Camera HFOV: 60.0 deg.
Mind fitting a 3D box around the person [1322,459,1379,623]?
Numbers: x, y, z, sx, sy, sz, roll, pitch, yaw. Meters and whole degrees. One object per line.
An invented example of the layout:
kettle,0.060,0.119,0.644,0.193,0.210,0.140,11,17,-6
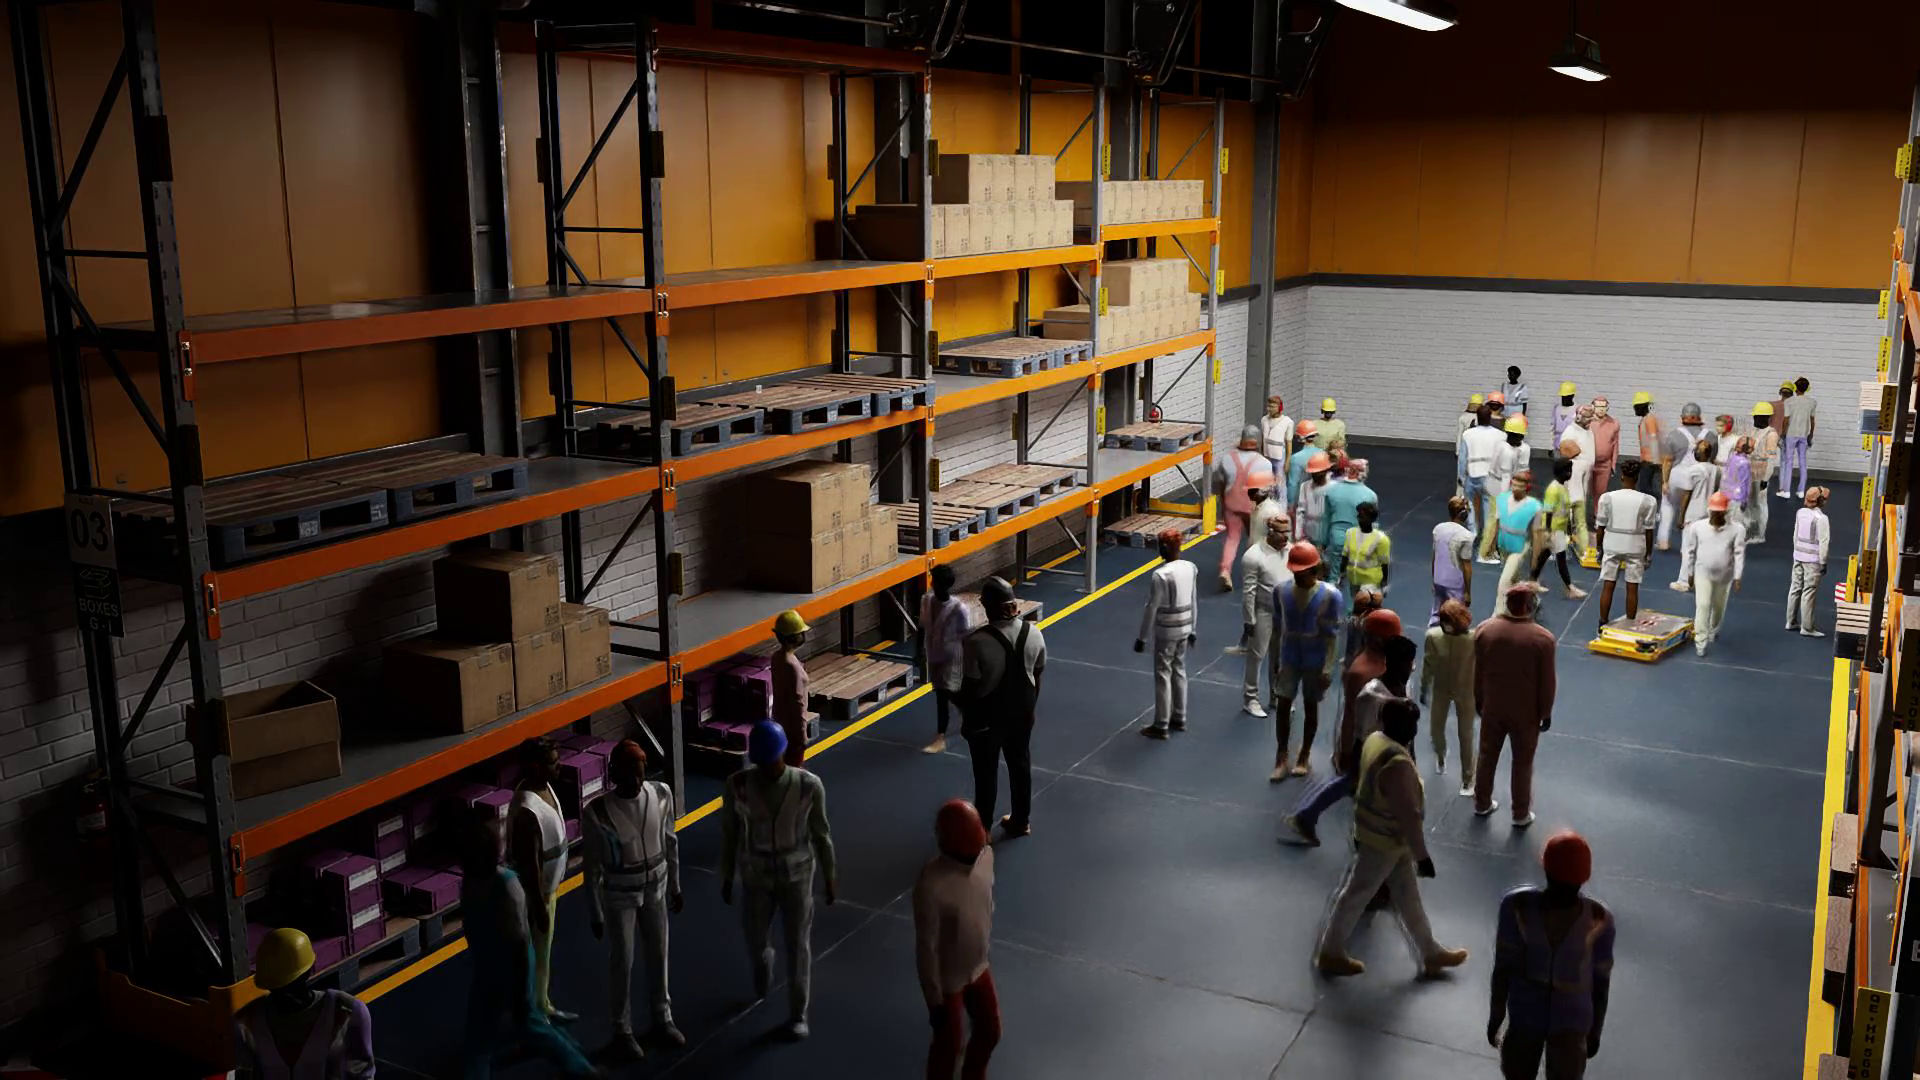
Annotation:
person,4.296,0.040,18.271,0.703,1.893,0.401,12,17,42

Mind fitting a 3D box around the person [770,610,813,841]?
person,-1.260,1.389,12.504,0.312,1.771,0.527,-6,14,-23

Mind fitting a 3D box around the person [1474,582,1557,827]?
person,4.272,1.255,12.827,0.638,1.899,0.397,10,16,38

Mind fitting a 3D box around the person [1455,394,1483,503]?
person,7.586,-1.301,24.634,0.494,1.730,0.324,2,13,7

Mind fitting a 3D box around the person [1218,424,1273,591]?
person,3.407,-0.411,19.951,0.675,2.000,0.916,6,14,24

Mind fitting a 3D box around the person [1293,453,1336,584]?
person,4.039,-0.057,18.733,1.034,1.870,0.547,-12,17,-42

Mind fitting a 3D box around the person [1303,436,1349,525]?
person,4.341,-0.280,19.667,0.446,1.902,0.667,-9,16,-35

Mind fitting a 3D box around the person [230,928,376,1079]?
person,-2.765,2.532,7.062,0.586,1.921,0.384,0,13,-2

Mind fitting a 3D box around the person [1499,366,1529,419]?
person,9.444,-2.141,28.468,0.536,1.696,0.322,12,17,42

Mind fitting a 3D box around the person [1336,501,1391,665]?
person,4.191,0.407,17.178,0.869,1.659,0.531,-10,16,-37

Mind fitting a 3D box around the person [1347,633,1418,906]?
person,2.932,1.557,11.370,0.578,1.931,0.758,10,16,39

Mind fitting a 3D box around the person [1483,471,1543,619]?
person,6.101,0.107,18.171,0.902,1.804,0.583,-7,14,-27

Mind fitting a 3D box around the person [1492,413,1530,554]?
person,7.079,-0.673,21.387,0.386,1.929,0.543,-10,16,-37

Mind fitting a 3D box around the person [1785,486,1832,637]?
person,9.200,0.225,18.007,0.308,1.640,0.510,-2,13,-8

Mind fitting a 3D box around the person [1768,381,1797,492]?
person,12.787,-1.597,25.912,0.532,1.755,0.342,6,14,26

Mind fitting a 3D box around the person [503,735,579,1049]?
person,-2.427,2.007,9.560,0.396,1.847,0.564,-2,13,-7

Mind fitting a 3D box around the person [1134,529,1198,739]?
person,1.862,0.824,14.782,0.361,1.880,0.613,11,17,41

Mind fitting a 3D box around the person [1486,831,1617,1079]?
person,2.882,2.288,8.143,0.563,1.920,0.682,5,13,20

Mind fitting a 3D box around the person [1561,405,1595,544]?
person,8.322,-0.881,22.394,0.402,1.896,0.652,12,17,44

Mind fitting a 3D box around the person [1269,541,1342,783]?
person,2.781,1.014,13.605,0.606,2.020,0.733,6,14,25

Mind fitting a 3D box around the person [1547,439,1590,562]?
person,7.793,-0.480,21.232,0.587,1.607,0.545,-6,14,-24

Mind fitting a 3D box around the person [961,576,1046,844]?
person,0.277,1.254,12.495,0.681,2.000,0.535,-7,14,-29

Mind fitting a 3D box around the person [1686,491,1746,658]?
person,7.905,0.317,17.426,0.555,1.722,0.857,5,14,23

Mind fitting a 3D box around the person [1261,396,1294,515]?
person,4.506,-1.144,23.702,0.388,1.837,0.561,-10,16,-37

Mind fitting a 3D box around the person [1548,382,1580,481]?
person,8.967,-1.389,24.621,0.414,1.915,0.587,-10,16,-36

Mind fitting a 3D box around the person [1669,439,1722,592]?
person,8.814,-0.288,19.872,0.508,1.842,0.355,-4,13,-19

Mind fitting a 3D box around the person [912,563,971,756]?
person,-0.083,0.988,14.532,0.535,1.670,0.753,12,17,43

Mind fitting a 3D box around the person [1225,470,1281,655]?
person,3.280,0.235,17.294,0.960,1.947,0.664,-2,13,-11

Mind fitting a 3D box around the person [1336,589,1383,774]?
person,3.295,1.201,13.655,0.312,1.631,0.515,-1,13,-4

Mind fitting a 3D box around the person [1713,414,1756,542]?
person,10.265,-0.786,22.138,0.706,1.816,0.584,1,13,6

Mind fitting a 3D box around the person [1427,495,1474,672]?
person,4.873,0.464,16.507,0.350,1.837,0.502,-7,14,-29

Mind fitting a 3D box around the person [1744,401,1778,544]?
person,10.762,-0.909,22.435,0.367,1.927,0.587,0,13,-1

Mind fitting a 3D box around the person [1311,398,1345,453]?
person,5.281,-1.177,24.016,0.525,1.762,0.340,2,13,8

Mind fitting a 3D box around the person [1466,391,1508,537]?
person,7.233,-1.022,22.713,0.613,2.033,0.410,4,13,16

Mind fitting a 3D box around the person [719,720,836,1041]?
person,-1.057,1.932,9.743,0.692,1.923,0.592,-1,13,-5

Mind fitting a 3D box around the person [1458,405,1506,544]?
person,6.986,-0.866,22.298,0.610,1.898,0.526,1,13,3

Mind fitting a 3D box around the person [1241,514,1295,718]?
person,2.890,0.689,15.352,0.646,1.900,0.400,-7,14,-28

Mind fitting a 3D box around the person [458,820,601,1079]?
person,-2.345,2.236,8.696,0.553,1.795,0.902,10,16,37

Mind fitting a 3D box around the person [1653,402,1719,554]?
person,9.513,-0.823,21.795,0.695,2.000,0.725,2,13,8

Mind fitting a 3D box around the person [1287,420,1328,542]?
person,4.228,-0.476,20.377,0.617,1.987,0.412,-8,15,-33

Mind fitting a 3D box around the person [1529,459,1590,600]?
person,7.088,-0.138,19.577,0.776,1.651,0.542,8,15,31

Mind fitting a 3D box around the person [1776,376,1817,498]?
person,12.834,-1.573,25.537,0.513,1.872,0.331,1,13,3

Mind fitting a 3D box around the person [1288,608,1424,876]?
person,2.891,1.404,12.050,1.022,1.946,0.616,7,14,29

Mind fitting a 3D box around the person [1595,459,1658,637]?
person,7.127,0.102,17.852,0.598,1.958,0.373,8,15,30

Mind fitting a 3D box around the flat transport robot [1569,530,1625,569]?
flat transport robot,8.339,0.114,21.597,0.652,0.197,1.431,3,13,13

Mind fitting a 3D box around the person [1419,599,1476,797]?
person,4.037,1.245,13.515,0.582,1.611,0.474,7,14,27

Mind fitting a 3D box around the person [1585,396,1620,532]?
person,8.825,-1.049,23.109,0.643,1.909,0.410,0,13,1

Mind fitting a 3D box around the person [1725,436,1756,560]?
person,10.016,-0.534,21.427,0.314,1.631,0.524,2,13,8

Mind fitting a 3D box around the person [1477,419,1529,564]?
person,6.927,-0.616,21.219,0.548,1.889,0.614,2,13,9

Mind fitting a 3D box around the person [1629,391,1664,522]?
person,9.771,-1.169,23.669,0.557,1.892,0.620,3,13,14

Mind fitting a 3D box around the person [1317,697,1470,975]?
person,2.706,1.868,10.349,0.961,1.784,0.649,2,13,7

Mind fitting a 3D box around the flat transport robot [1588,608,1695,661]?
flat transport robot,7.295,0.988,17.680,0.652,0.197,1.431,12,17,42

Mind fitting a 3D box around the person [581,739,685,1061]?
person,-1.850,2.021,9.433,0.589,1.876,0.359,-11,16,-39

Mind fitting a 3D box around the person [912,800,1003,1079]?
person,-0.008,2.202,8.463,0.518,1.947,0.661,10,16,37
